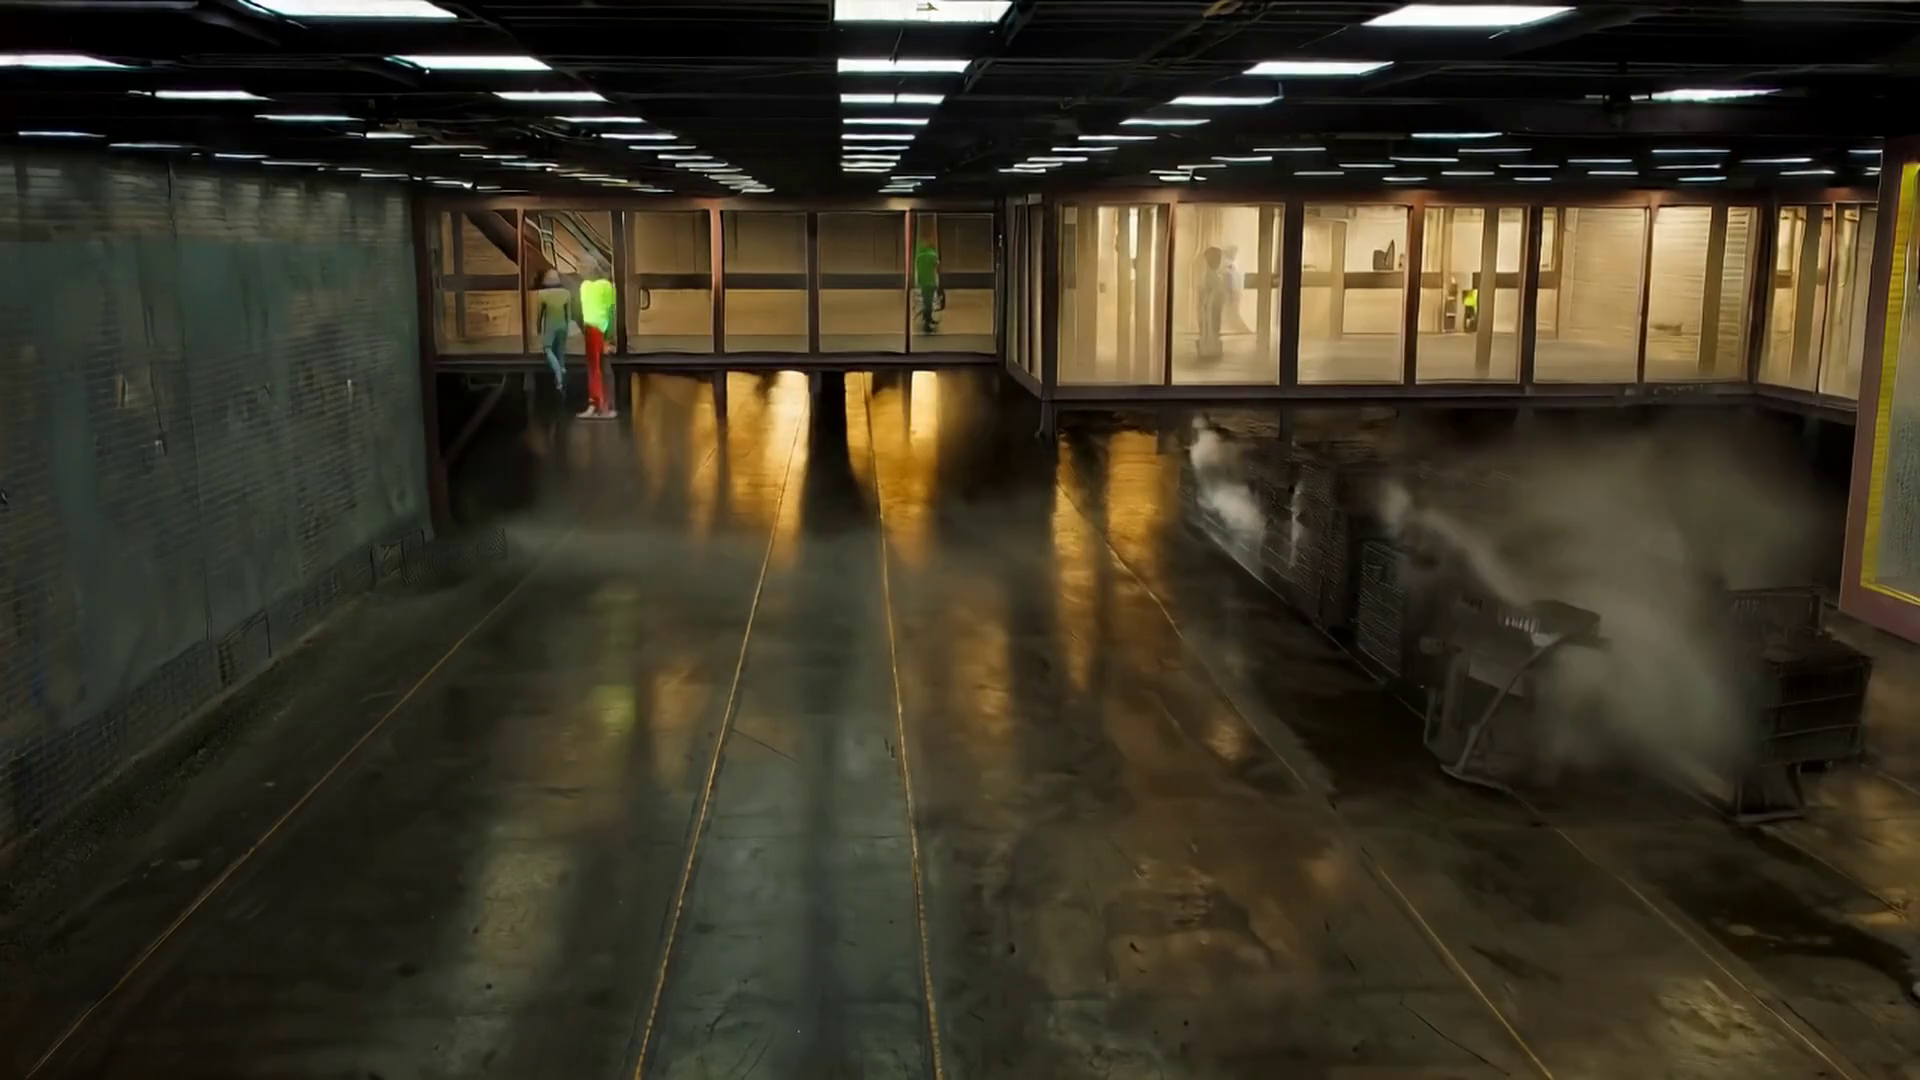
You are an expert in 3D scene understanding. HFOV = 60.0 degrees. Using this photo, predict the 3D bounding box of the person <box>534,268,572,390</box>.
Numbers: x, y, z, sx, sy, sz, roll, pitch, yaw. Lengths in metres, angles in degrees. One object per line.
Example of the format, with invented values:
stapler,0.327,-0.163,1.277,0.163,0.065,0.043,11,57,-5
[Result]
person,-5.313,-2.757,21.845,0.512,1.625,0.585,-7,13,-35

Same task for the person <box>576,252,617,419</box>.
person,-4.063,-2.279,18.617,0.569,1.862,0.337,7,13,34
